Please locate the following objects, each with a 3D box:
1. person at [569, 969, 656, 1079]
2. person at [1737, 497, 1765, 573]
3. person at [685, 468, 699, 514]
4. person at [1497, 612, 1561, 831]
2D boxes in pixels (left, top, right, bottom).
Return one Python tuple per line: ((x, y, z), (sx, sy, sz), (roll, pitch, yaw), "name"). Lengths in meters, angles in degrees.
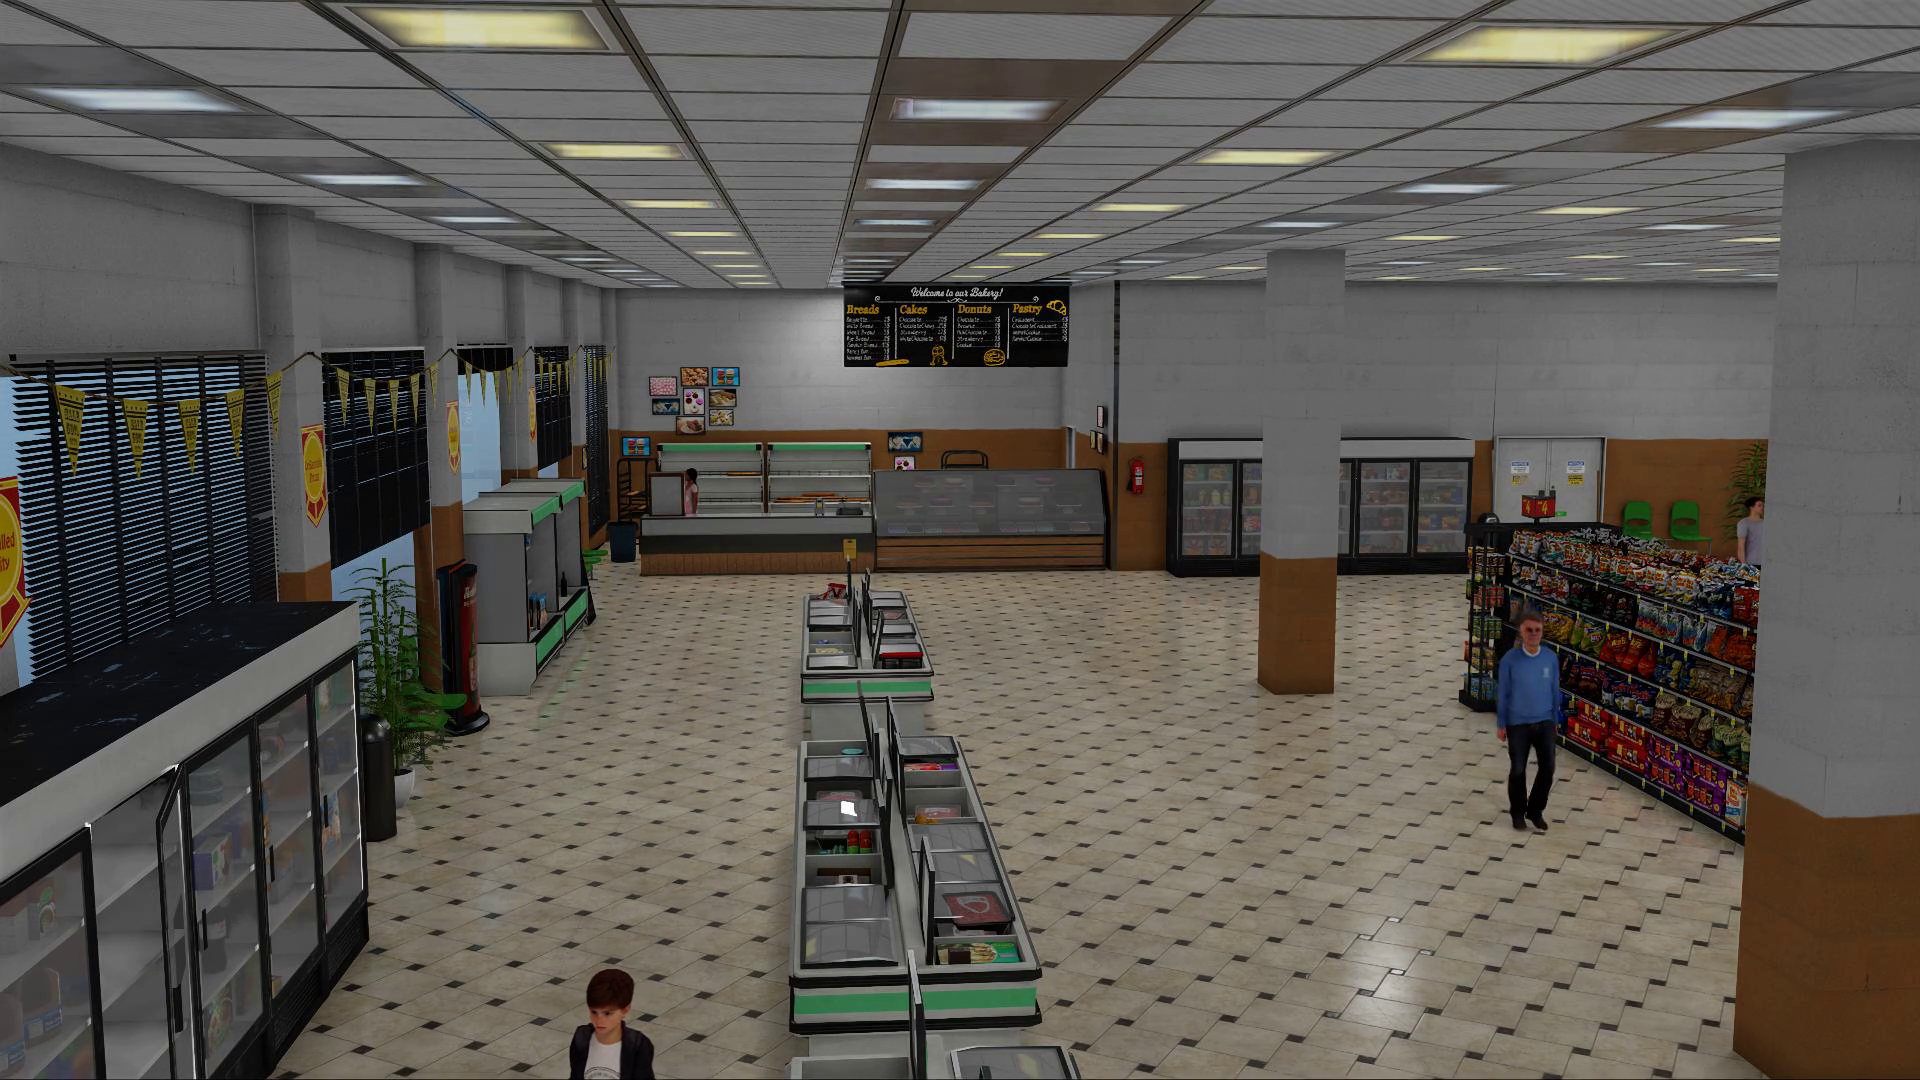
((-1.430, 2.470, 6.885), (0.586, 1.445, 0.585), (1, 7, 11), "person")
((10.833, 0.339, 22.774), (0.736, 1.864, 0.693), (-4, 8, -27), "person")
((-4.770, -0.413, 29.509), (0.707, 1.740, 0.575), (-4, 8, -27), "person")
((4.661, 1.469, 13.682), (0.721, 1.801, 0.692), (1, 7, 5), "person")
